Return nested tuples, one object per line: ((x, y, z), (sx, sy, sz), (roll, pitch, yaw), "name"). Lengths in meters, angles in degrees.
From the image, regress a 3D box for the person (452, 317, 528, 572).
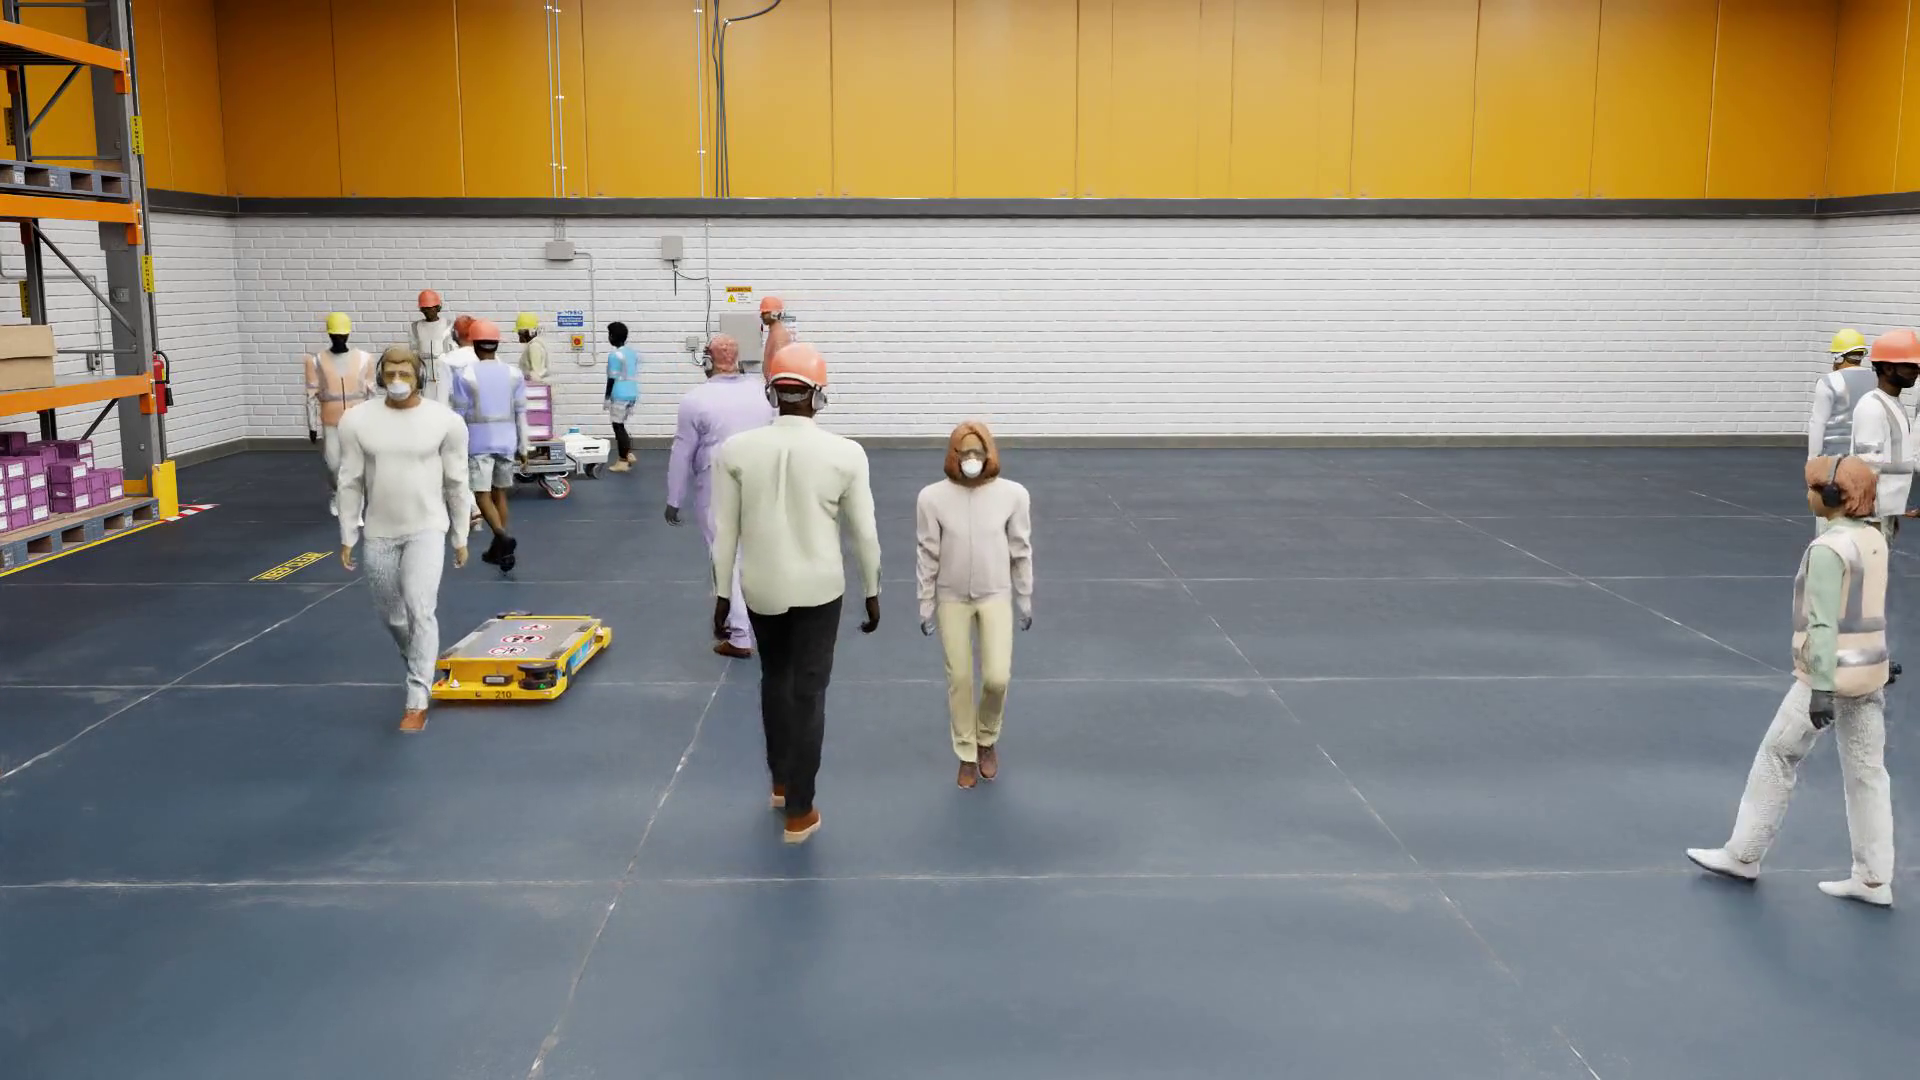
((-3.497, -0.711, 12.488), (0.554, 1.911, 0.823), (-7, 11, -35), "person")

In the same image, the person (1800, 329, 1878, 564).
((6.595, -0.661, 12.447), (0.586, 1.824, 0.404), (-3, 10, -15), "person")

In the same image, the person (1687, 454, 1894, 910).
((3.054, 0.492, 6.006), (0.552, 1.607, 0.754), (-8, 12, -40), "person")

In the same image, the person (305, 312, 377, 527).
((-5.493, -1.080, 14.798), (0.593, 1.901, 0.670), (-4, 10, -23), "person")

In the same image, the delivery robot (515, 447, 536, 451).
((-4.862, -0.942, 17.744), (0.707, 0.478, 0.477), (-2, 9, -12), "delivery robot")

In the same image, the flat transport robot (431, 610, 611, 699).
((-2.424, 0.626, 9.281), (0.652, 0.197, 1.431), (0, 9, 0), "flat transport robot")

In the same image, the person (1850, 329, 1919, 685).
((5.081, -0.186, 9.169), (0.357, 1.938, 0.542), (7, 12, 37), "person")

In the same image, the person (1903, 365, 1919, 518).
((8.808, -1.108, 14.948), (0.651, 1.895, 0.490), (-9, 13, -42), "person")

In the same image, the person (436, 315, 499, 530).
((-4.264, -1.005, 14.385), (0.589, 1.871, 0.413), (-7, 12, -39), "person")

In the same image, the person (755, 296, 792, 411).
((-2.149, -1.695, 18.343), (0.932, 1.955, 0.653), (-3, 10, -16), "person")

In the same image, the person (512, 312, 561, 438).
((-4.714, -1.667, 18.702), (0.678, 1.805, 0.616), (-2, 9, -12), "person")

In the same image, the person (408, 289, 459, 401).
((-6.174, -1.929, 19.587), (0.608, 2.032, 0.409), (0, 9, -2), "person")

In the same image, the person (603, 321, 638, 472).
((-3.806, -1.586, 18.517), (0.407, 1.684, 0.551), (2, 10, 14), "person")

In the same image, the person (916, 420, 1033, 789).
((0.061, 0.287, 7.227), (0.508, 1.620, 0.352), (0, 9, 2), "person")

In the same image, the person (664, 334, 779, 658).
((-1.444, -0.270, 9.843), (0.670, 1.877, 0.795), (-8, 12, -41), "person")

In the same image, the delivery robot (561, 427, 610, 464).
((-4.145, -0.970, 17.918), (0.707, 0.478, 0.477), (-6, 11, -31), "delivery robot")

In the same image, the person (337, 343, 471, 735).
((-2.783, -0.045, 8.404), (0.636, 1.915, 0.896), (-1, 9, -5), "person")

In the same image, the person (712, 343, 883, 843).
((-0.632, 0.184, 6.789), (0.666, 1.962, 0.817), (1, 9, 8), "person")
